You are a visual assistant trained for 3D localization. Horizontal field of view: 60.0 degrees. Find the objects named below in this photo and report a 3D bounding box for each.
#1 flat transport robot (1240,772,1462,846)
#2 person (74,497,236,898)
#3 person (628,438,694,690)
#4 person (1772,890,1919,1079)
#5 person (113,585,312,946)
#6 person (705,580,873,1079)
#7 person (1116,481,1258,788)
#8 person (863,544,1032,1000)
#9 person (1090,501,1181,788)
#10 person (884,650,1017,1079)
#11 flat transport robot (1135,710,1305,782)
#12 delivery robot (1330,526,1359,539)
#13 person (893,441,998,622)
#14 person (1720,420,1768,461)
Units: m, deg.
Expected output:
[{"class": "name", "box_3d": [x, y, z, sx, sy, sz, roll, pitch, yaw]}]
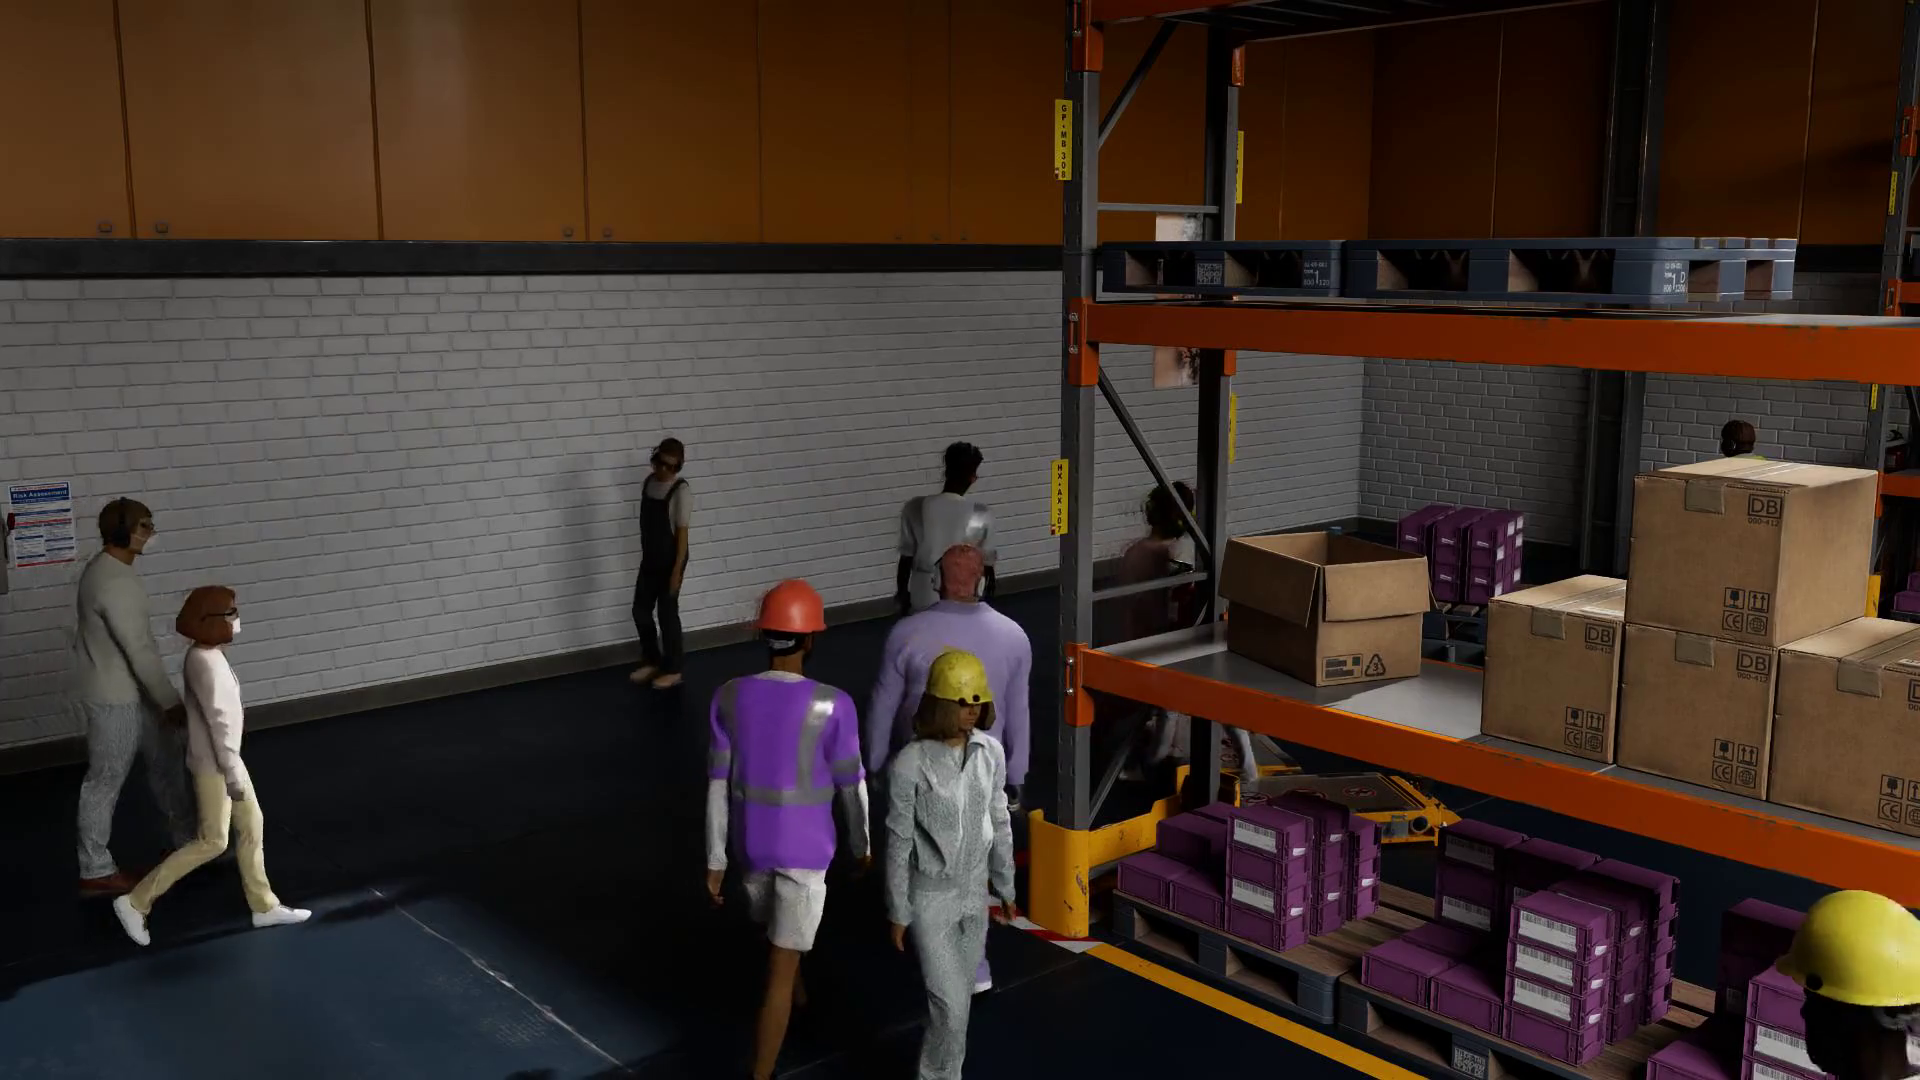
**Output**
[{"class": "flat transport robot", "box_3d": [1.883, 1.423, 8.724, 1.431, 0.197, 0.652, -1, 10, -7]}, {"class": "person", "box_3d": [-3.855, 0.741, 7.939, 0.864, 1.904, 0.627, -5, 11, -25]}, {"class": "person", "box_3d": [-2.055, 0.173, 11.580, 0.601, 1.793, 0.382, 8, 12, 39]}, {"class": "person", "box_3d": [1.585, 1.567, 3.129, 0.608, 1.888, 0.878, -5, 11, -25]}, {"class": "person", "box_3d": [-3.335, 0.990, 7.337, 0.726, 1.609, 0.501, -3, 10, -20]}, {"class": "person", "box_3d": [-0.589, 1.080, 6.017, 0.551, 1.880, 1.009, 4, 10, 21]}, {"class": "person", "box_3d": [1.325, 0.570, 9.239, 0.910, 1.818, 0.620, 8, 13, 41]}, {"class": "person", "box_3d": [-0.037, 0.940, 6.992, 0.657, 1.843, 1.039, -4, 11, -25]}, {"class": "person", "box_3d": [1.069, 0.553, 9.554, 0.560, 1.735, 0.704, -7, 12, -37]}, {"class": "person", "box_3d": [0.003, 1.220, 5.618, 0.506, 1.727, 0.453, -9, 13, -43]}, {"class": "flat transport robot", "box_3d": [1.484, 1.256, 9.699, 0.652, 0.197, 1.431, -1, 10, -7]}, {"class": "delivery robot", "box_3d": [3.436, 0.119, 15.250, 0.477, 0.478, 0.707, 5, 11, 26]}, {"class": "person", "box_3d": [-0.100, 0.382, 9.943, 0.648, 1.937, 0.531, 2, 10, 10]}, {"class": "person", "box_3d": [5.676, 0.037, 12.247, 0.633, 1.841, 0.429, -6, 11, -31]}]
